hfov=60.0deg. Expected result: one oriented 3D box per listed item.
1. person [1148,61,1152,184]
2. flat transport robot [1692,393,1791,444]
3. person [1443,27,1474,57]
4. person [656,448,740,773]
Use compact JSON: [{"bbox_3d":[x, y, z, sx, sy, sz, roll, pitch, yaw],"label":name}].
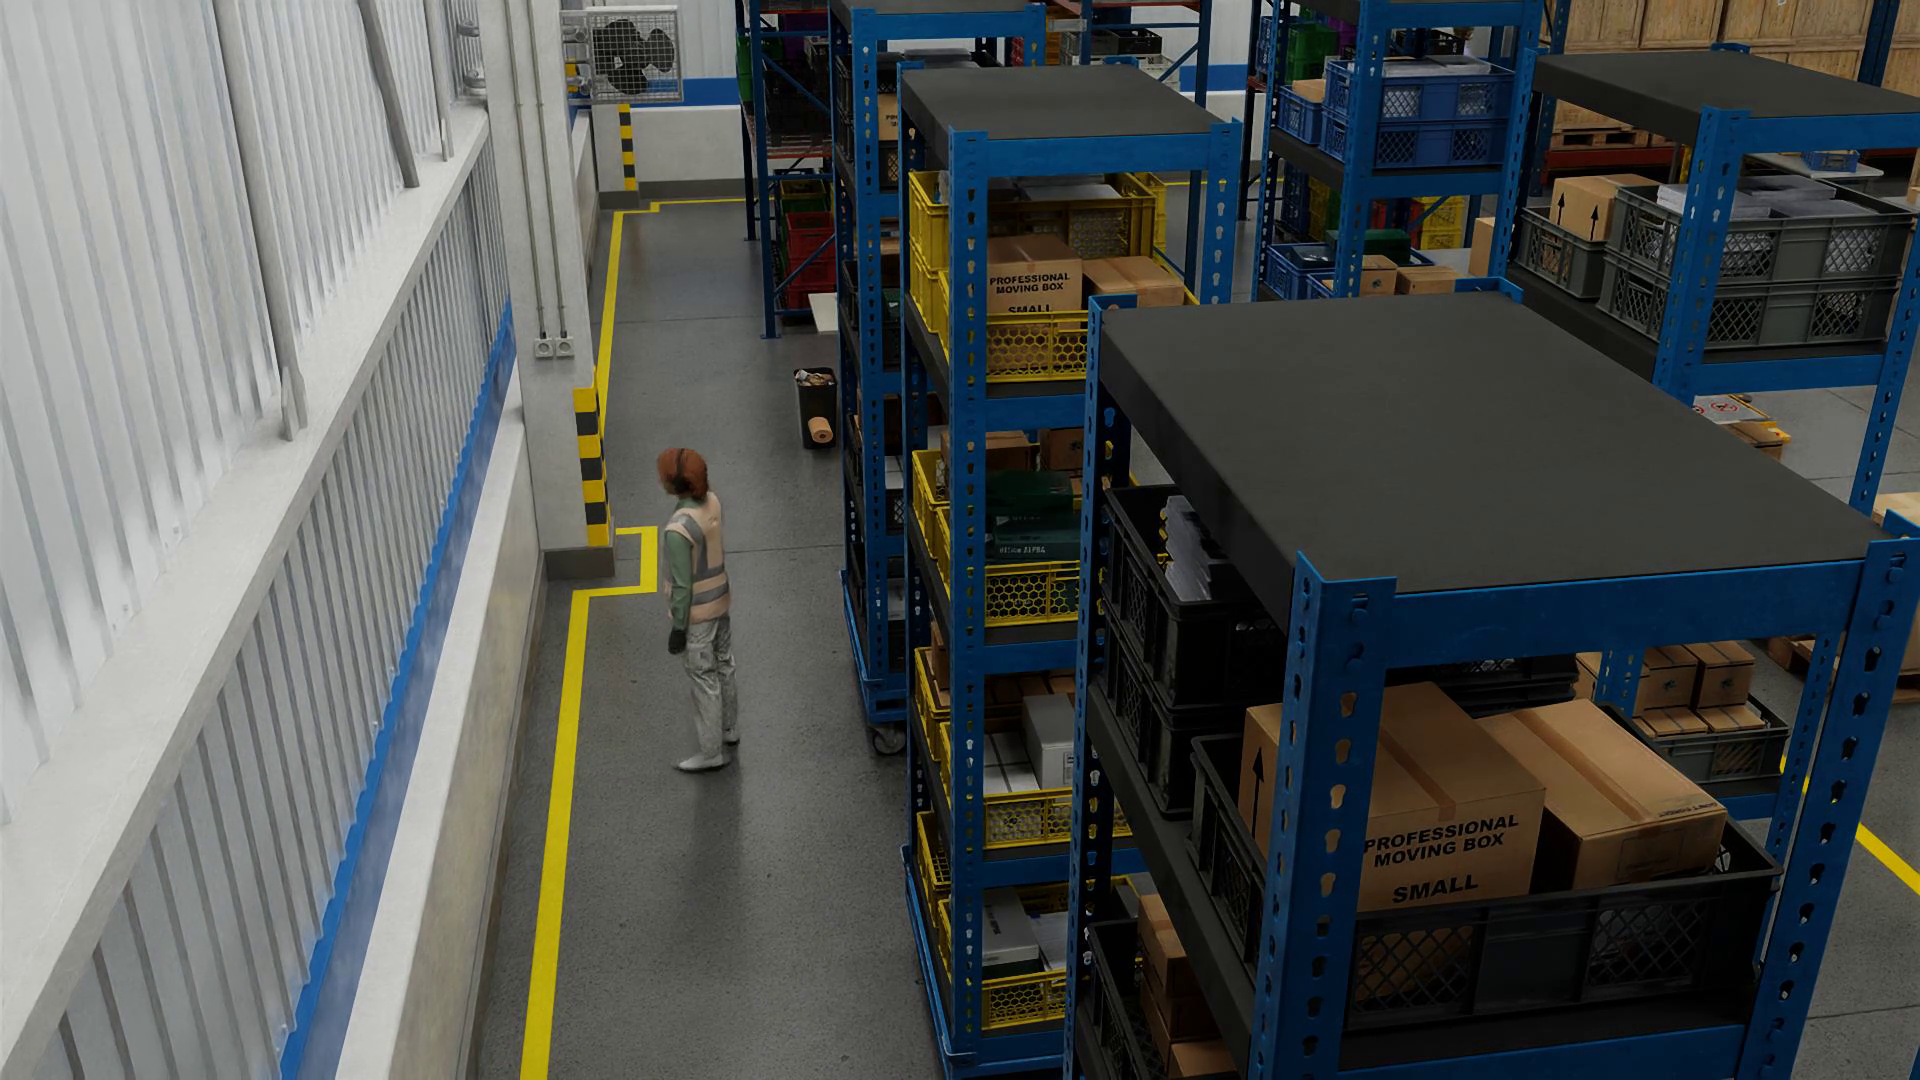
[{"bbox_3d":[1.800,-3.969,16.976,0.584,1.882,0.345,-17,29,-32],"label":"person"},{"bbox_3d":[5.224,-0.859,12.132,1.431,0.197,0.652,-4,25,-8],"label":"flat transport robot"},{"bbox_3d":[5.722,-5.102,19.375,0.379,1.940,0.629,-3,25,-8],"label":"person"},{"bbox_3d":[-1.243,0.324,7.944,0.319,1.630,0.587,6,25,12],"label":"person"}]
